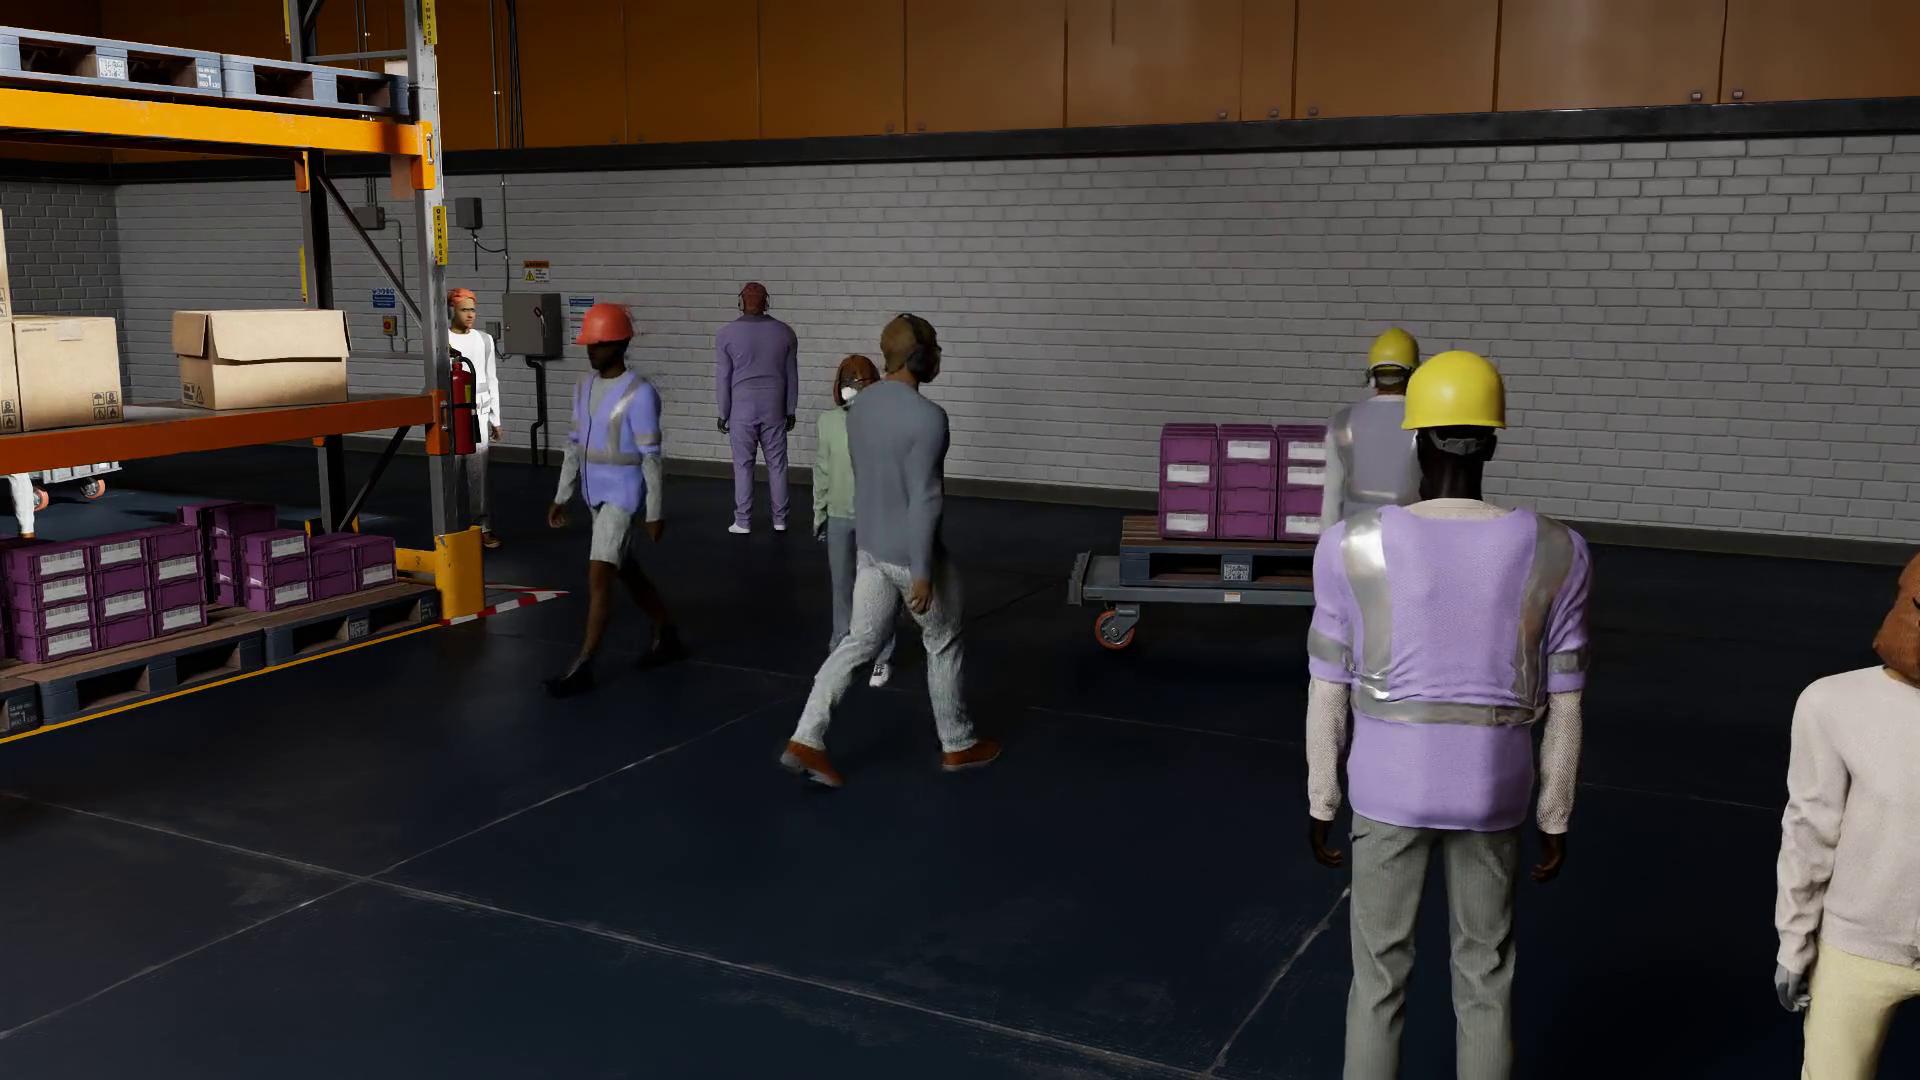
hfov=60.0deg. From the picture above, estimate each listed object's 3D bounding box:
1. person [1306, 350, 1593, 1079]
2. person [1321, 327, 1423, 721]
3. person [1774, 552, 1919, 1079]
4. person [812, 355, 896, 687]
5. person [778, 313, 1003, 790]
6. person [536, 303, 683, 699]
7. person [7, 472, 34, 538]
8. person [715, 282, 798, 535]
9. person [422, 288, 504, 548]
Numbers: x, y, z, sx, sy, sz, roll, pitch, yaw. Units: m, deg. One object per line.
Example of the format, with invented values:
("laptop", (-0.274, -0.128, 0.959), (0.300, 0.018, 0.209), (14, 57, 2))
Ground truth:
("person", (1.053, 0.548, 3.673), (0.588, 1.919, 0.401), (1, 10, 8))
("person", (1.819, 0.002, 7.121), (0.581, 1.812, 0.775), (7, 12, 34))
("person", (1.786, 0.792, 3.100), (0.497, 1.625, 0.287), (5, 11, 26))
("person", (-0.501, -0.095, 8.202), (0.499, 1.633, 0.285), (4, 11, 22))
("person", (-0.281, 0.051, 6.599), (1.002, 1.902, 0.637), (-7, 12, -36))
("person", (-1.714, -0.219, 8.198), (0.555, 1.897, 0.960), (10, 14, 44))
("person", (-6.987, -0.895, 11.955), (0.629, 1.939, 0.371), (-10, 14, -44))
("person", (-1.540, -0.987, 12.577), (0.643, 1.909, 0.410), (-4, 11, -22))
("person", (-3.546, -0.853, 11.889), (0.351, 1.880, 0.576), (8, 13, 39))
